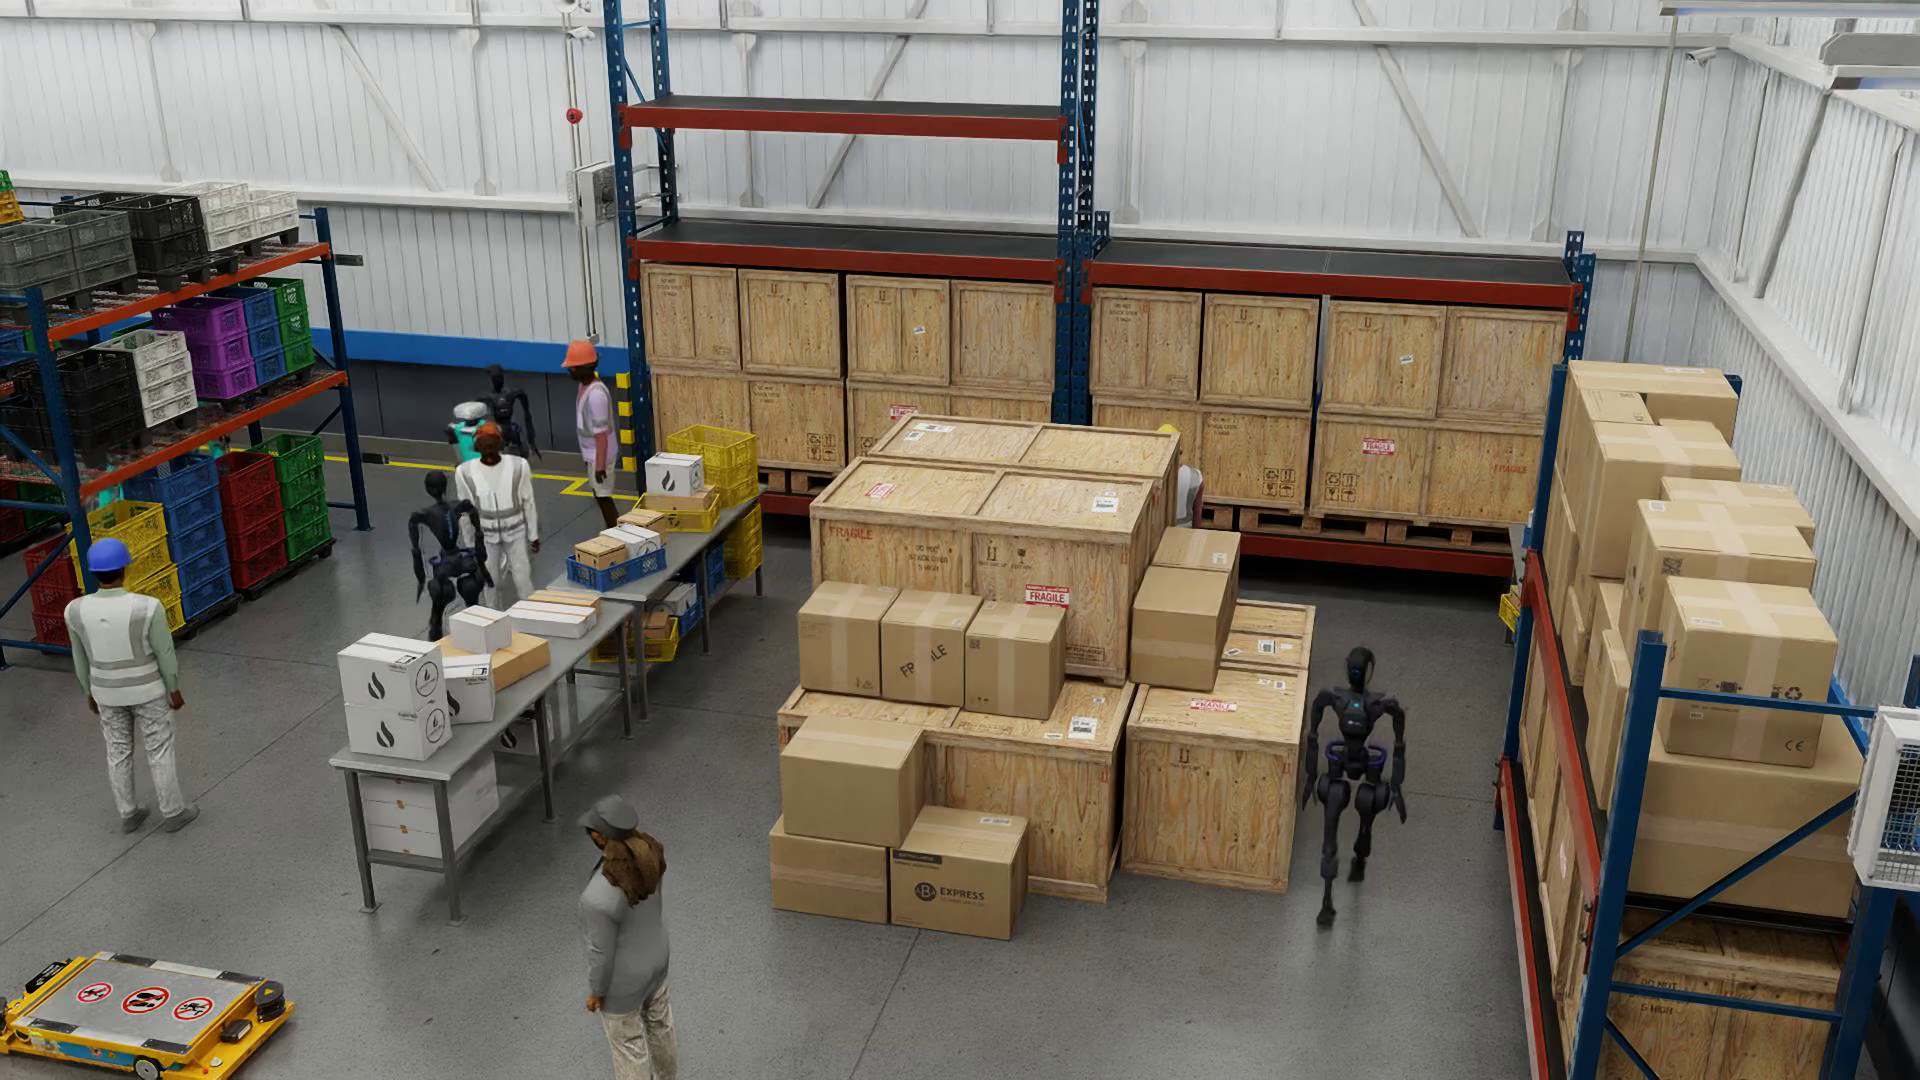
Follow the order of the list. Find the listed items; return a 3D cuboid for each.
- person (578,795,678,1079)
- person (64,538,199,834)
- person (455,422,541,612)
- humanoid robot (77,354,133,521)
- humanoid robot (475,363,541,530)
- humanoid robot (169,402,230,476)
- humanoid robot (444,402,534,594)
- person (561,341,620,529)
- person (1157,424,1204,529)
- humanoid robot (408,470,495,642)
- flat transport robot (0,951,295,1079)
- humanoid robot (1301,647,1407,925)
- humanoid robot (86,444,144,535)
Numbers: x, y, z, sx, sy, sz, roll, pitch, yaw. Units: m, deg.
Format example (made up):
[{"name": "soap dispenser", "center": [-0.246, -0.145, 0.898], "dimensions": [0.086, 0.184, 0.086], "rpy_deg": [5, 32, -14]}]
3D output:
[{"name": "person", "center": [-1.536, 1.983, 7.752], "dimensions": [0.396, 1.770, 0.563], "rpy_deg": [8, 22, 20]}, {"name": "person", "center": [-5.139, 0.916, 10.315], "dimensions": [0.606, 1.939, 0.415], "rpy_deg": [-1, 21, -2]}, {"name": "person", "center": [-3.559, -0.023, 12.889], "dimensions": [0.583, 1.865, 0.401], "rpy_deg": [-6, 22, -16]}, {"name": "humanoid robot", "center": [-7.862, -0.832, 15.126], "dimensions": [0.549, 1.765, 0.677], "rpy_deg": [11, 23, 26]}, {"name": "humanoid robot", "center": [-4.183, -0.858, 15.330], "dimensions": [0.609, 1.634, 0.414], "rpy_deg": [-13, 24, -30]}, {"name": "humanoid robot", "center": [-6.880, -0.848, 15.232], "dimensions": [0.659, 1.808, 0.539], "rpy_deg": [19, 28, 40]}, {"name": "humanoid robot", "center": [-3.859, -0.426, 14.162], "dimensions": [0.564, 1.721, 1.026], "rpy_deg": [7, 22, 17]}, {"name": "person", "center": [-3.203, -0.744, 14.541], "dimensions": [0.434, 2.031, 0.616], "rpy_deg": [-8, 22, -20]}, {"name": "person", "center": [1.570, -0.007, 12.872], "dimensions": [0.589, 1.833, 0.404], "rpy_deg": [-5, 21, -12]}, {"name": "humanoid robot", "center": [-3.803, 0.241, 12.486], "dimensions": [0.595, 1.623, 0.599], "rpy_deg": [-14, 25, -32]}, {"name": "flat transport robot", "center": [-4.270, 2.464, 8.601], "dimensions": [1.431, 0.231, 0.659], "rpy_deg": [5, 22, 13]}, {"name": "humanoid robot", "center": [2.275, 1.388, 9.547], "dimensions": [0.602, 1.655, 0.782], "rpy_deg": [7, 22, 18]}, {"name": "humanoid robot", "center": [-7.297, -0.439, 14.223], "dimensions": [0.555, 1.830, 0.810], "rpy_deg": [1, 21, 2]}]
